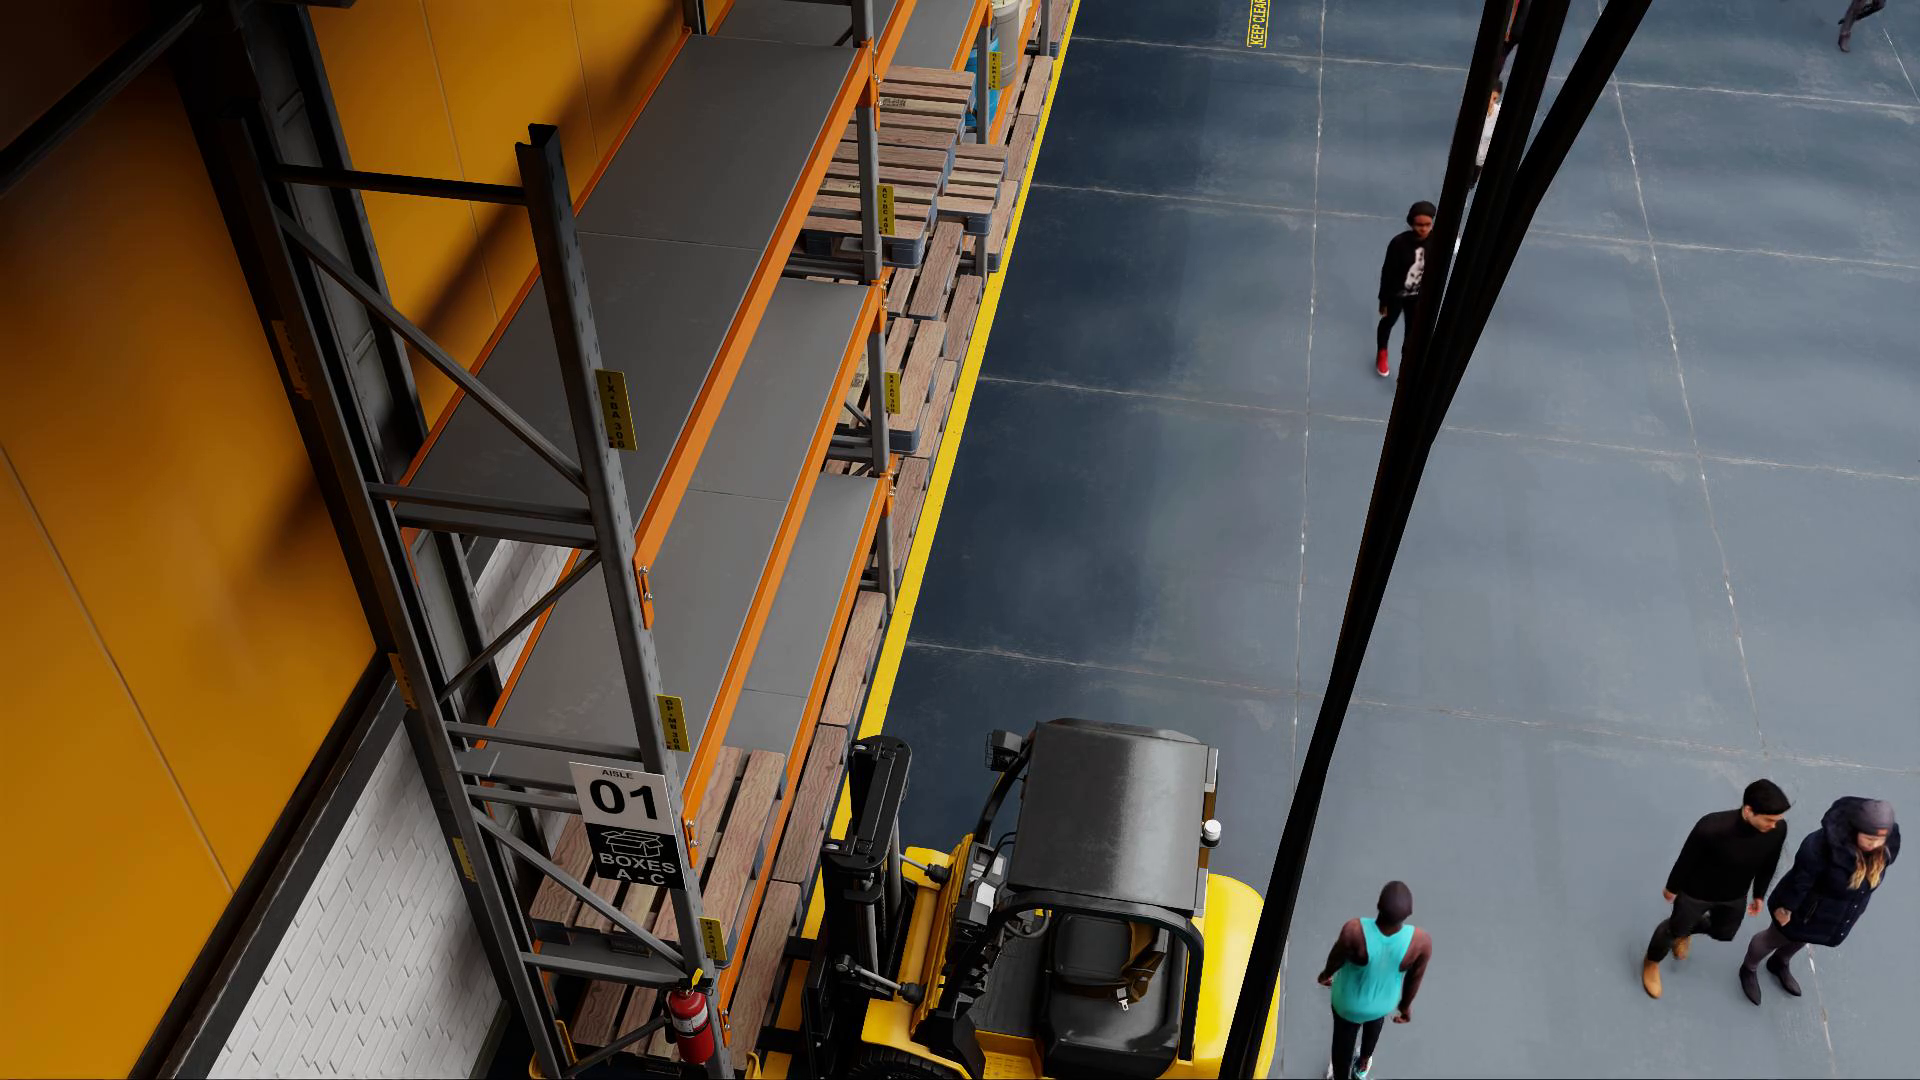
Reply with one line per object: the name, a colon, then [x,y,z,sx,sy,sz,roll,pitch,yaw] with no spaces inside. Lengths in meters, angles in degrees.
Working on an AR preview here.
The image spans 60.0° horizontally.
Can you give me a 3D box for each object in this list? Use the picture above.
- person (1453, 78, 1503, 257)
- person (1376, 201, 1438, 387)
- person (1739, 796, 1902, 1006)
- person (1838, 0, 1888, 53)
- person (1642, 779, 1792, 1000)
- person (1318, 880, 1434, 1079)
person: [4.488,-3.387,14.620,0.598,1.582,1.157,10,44,10]
person: [3.483,-1.989,13.102,0.731,1.652,0.909,-2,44,-3]
person: [4.636,1.925,8.977,0.766,1.674,0.771,-8,44,-9]
person: [9.402,-5.859,17.219,0.720,1.576,0.766,-12,45,-12]
person: [4.128,1.818,9.056,0.735,1.720,0.786,1,44,1]
person: [2.048,2.384,8.406,0.631,1.798,0.637,3,44,3]
